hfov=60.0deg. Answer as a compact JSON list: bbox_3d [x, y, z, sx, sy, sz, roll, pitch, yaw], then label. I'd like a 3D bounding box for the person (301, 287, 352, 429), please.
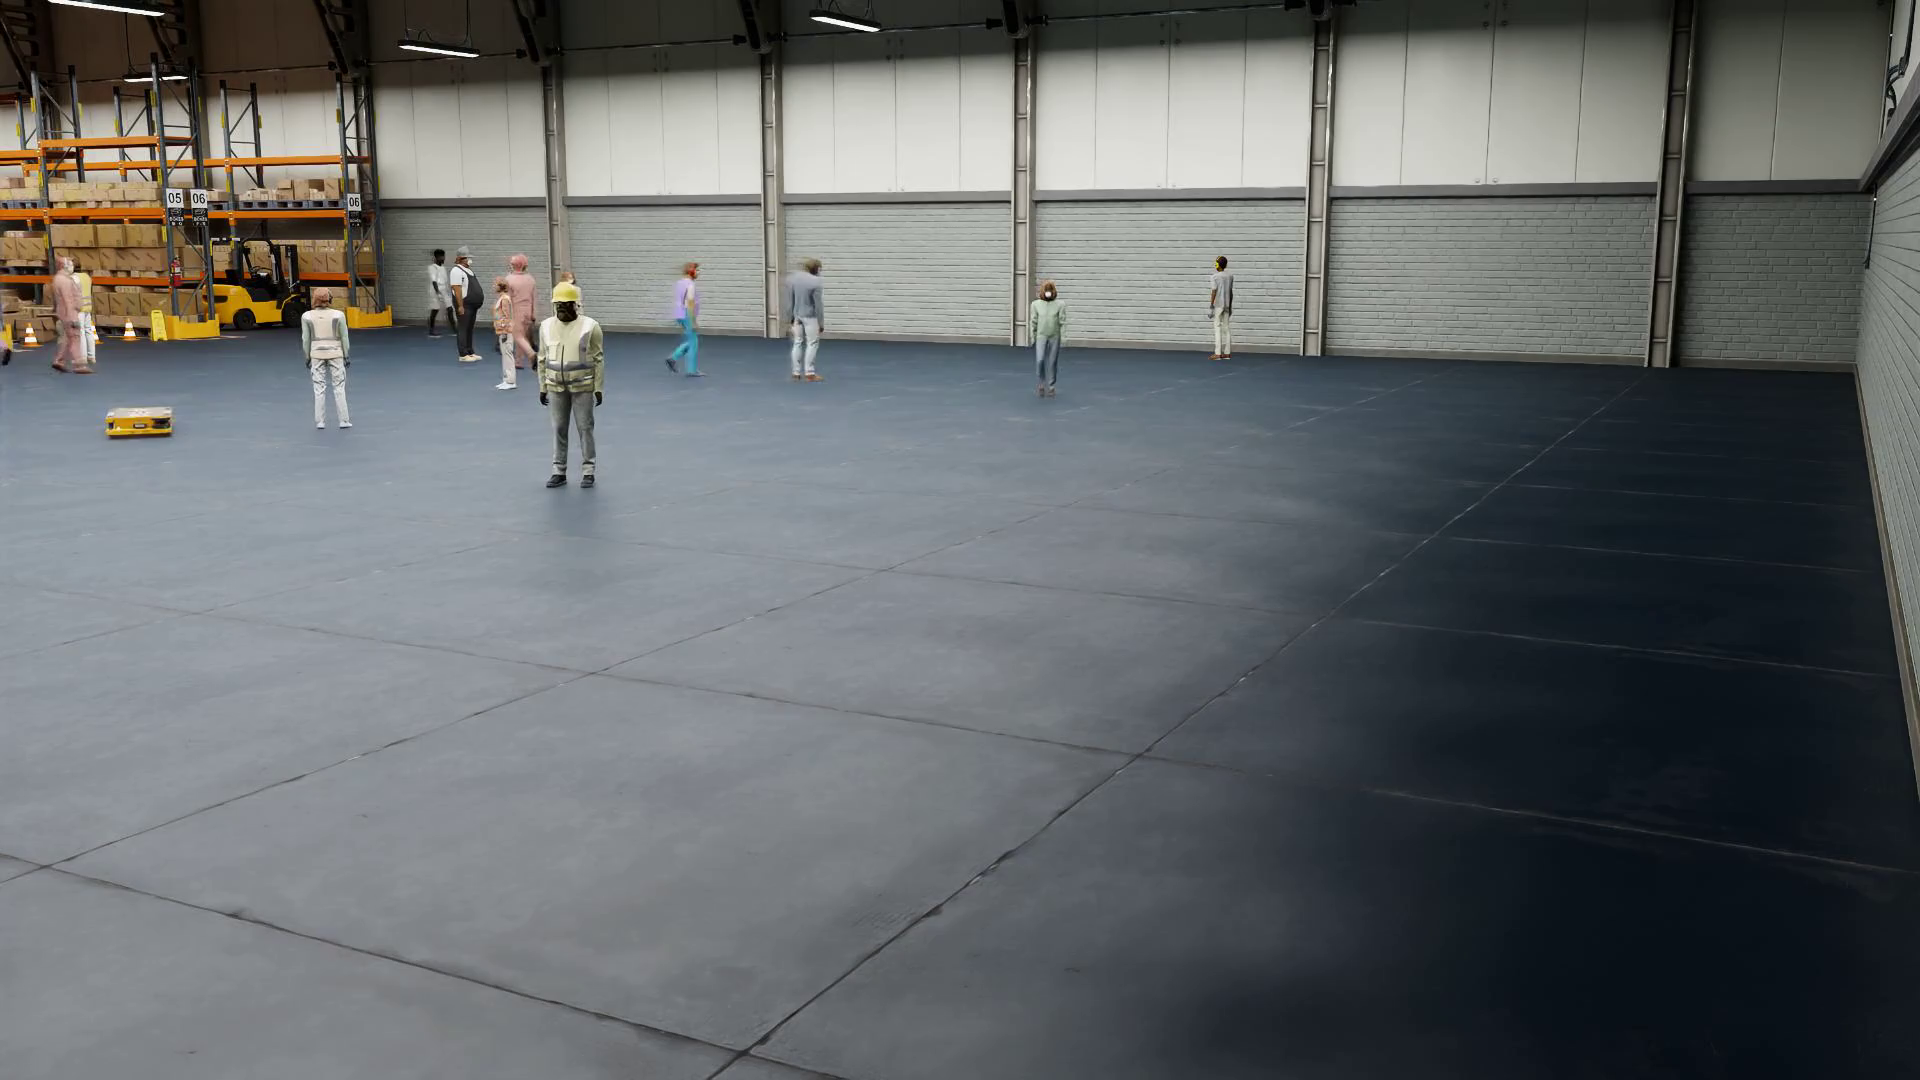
[{"bbox_3d":[-7.342,-2.101,19.290,0.514,1.642,0.310,-2,11,-11],"label":"person"}]

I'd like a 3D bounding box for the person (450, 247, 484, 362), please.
[{"bbox_3d":[-8.784,-4.215,29.727,0.537,2.000,0.678,0,10,2],"label":"person"}]

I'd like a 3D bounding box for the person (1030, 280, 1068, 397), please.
[{"bbox_3d":[1.238,-2.790,23.117,0.516,1.613,0.574,0,10,1],"label":"person"}]

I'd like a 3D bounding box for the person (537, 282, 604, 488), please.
[{"bbox_3d":[-3.467,-1.373,14.795,0.596,1.831,0.403,1,10,6],"label":"person"}]

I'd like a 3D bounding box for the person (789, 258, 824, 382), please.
[{"bbox_3d":[-2.388,-3.394,25.669,0.746,1.901,0.375,8,13,38],"label":"person"}]

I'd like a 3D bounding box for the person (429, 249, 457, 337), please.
[{"bbox_3d":[-11.324,-5.406,36.526,0.920,1.927,0.612,3,11,17],"label":"person"}]

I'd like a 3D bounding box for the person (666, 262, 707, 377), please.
[{"bbox_3d":[-4.339,-3.491,26.368,0.520,1.828,0.578,-4,11,-20],"label":"person"}]

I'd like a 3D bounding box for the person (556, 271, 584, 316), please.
[{"bbox_3d":[-6.889,-3.939,29.374,0.500,1.621,0.373,-10,15,-44],"label":"person"}]

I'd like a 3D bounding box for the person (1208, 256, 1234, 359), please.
[{"bbox_3d":[4.713,-4.202,30.123,0.521,1.873,0.336,-6,12,-29],"label":"person"}]

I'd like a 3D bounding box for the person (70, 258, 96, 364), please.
[{"bbox_3d":[-15.430,-4.000,29.101,0.429,1.841,0.634,1,10,4],"label":"person"}]

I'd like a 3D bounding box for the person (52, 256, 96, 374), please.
[{"bbox_3d":[-14.436,-3.633,26.969,0.495,1.914,0.680,-7,12,-33],"label":"person"}]

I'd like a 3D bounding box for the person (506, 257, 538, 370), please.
[{"bbox_3d":[-7.290,-3.751,27.657,0.807,1.885,0.652,7,12,32],"label":"person"}]

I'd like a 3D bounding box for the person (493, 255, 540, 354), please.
[{"bbox_3d":[-8.300,-4.387,31.104,0.997,1.894,0.539,-2,11,-8],"label":"person"}]

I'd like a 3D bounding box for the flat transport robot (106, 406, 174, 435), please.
[{"bbox_3d":[-9.385,-1.371,19.048,0.652,0.197,1.431,-5,11,-24],"label":"flat transport robot"}]

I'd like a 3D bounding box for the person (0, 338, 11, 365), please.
[{"bbox_3d":[-16.838,-3.927,28.627,0.855,1.877,0.643,4,11,19],"label":"person"}]

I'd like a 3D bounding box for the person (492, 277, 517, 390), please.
[{"bbox_3d":[-6.664,-3.017,24.312,0.314,1.636,0.518,-4,11,-22],"label":"person"}]
